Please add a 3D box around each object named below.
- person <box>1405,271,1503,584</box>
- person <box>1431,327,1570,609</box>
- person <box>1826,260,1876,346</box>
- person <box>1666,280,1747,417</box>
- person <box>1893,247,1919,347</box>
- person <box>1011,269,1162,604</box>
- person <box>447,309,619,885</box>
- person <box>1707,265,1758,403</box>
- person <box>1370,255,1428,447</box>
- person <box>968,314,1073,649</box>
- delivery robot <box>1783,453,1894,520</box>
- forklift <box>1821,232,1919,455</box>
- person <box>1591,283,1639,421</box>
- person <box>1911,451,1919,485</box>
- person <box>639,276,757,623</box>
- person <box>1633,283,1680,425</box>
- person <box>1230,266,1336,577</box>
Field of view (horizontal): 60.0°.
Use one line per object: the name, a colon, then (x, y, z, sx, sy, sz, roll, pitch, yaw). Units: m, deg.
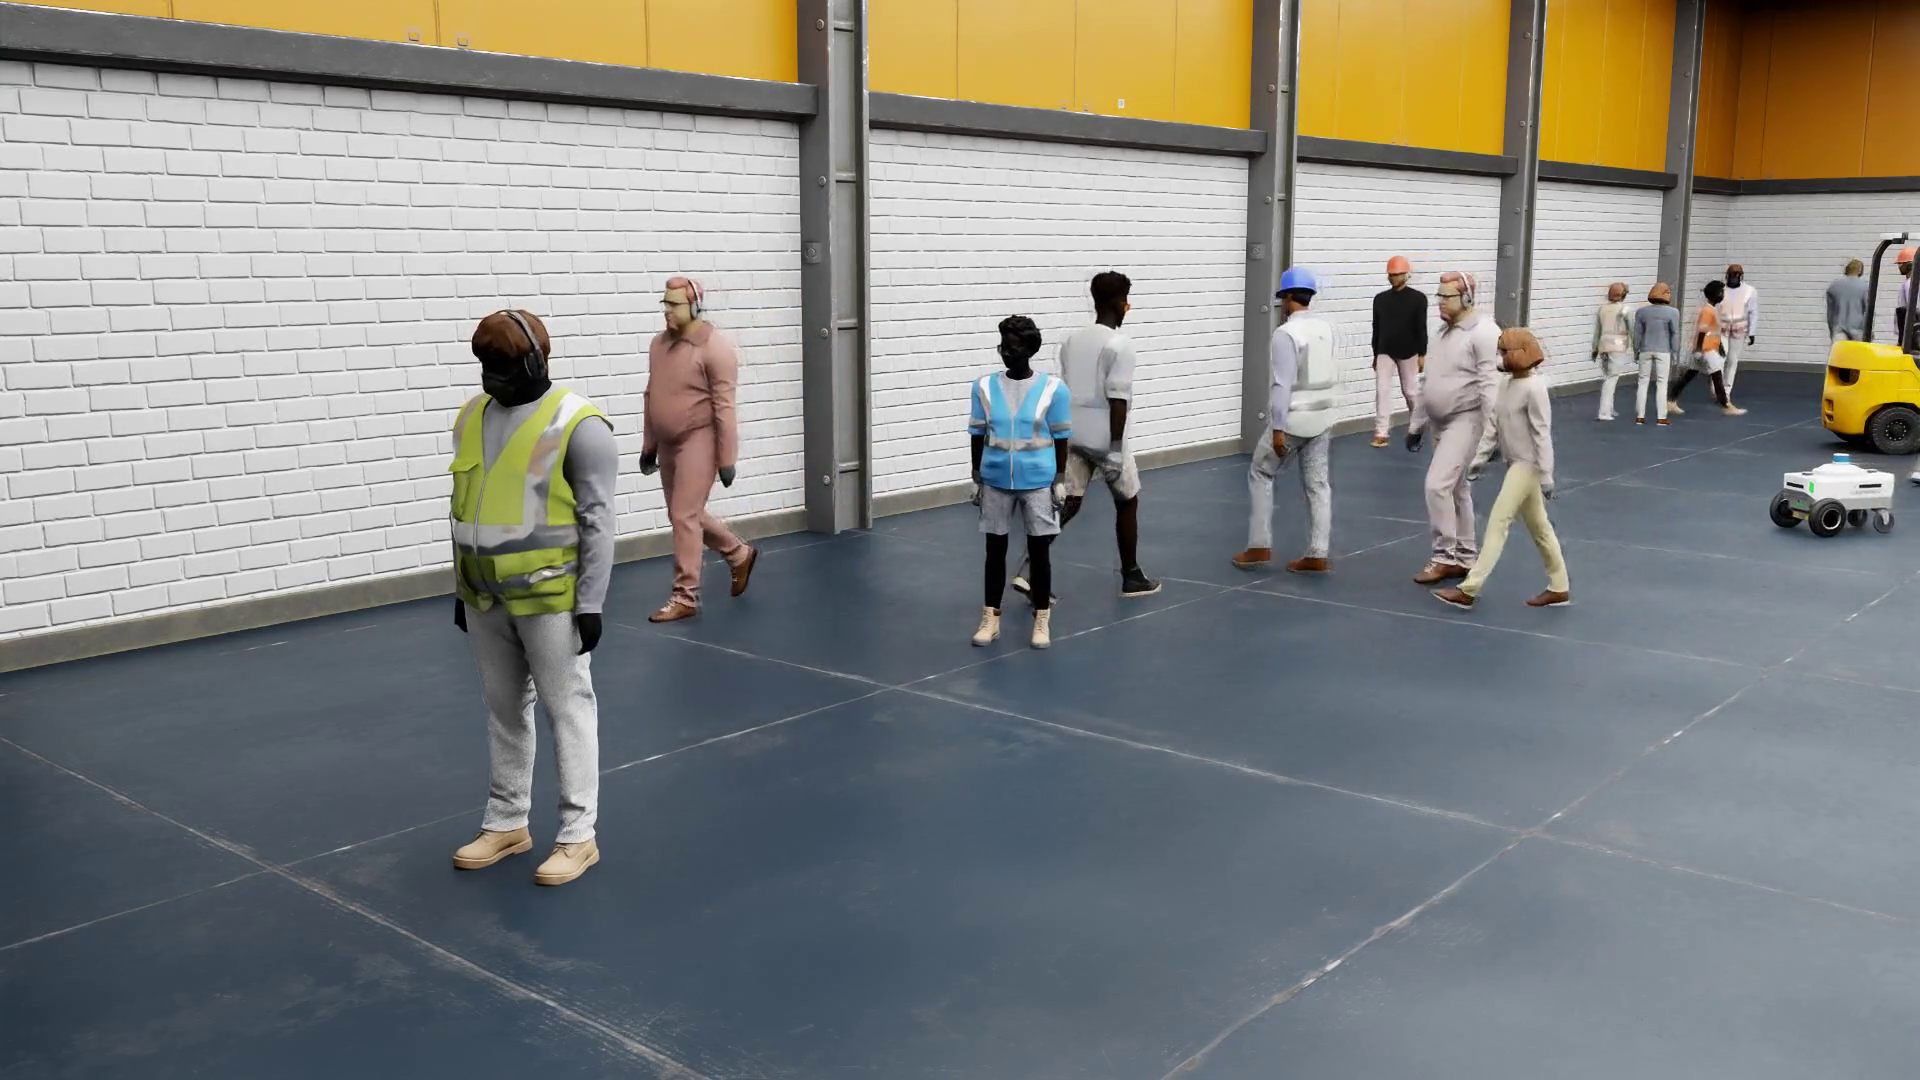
person: (2.918, -0.669, 10.041, 0.644, 1.882, 0.683, -2, 10, -12)
person: (3.089, -0.391, 9.314, 0.833, 1.581, 0.489, 0, 10, 2)
person: (12.106, -2.854, 22.570, 1.052, 1.857, 0.698, -9, 13, -42)
person: (9.011, -2.309, 20.094, 0.938, 1.641, 0.526, 4, 11, 23)
person: (11.383, -2.500, 20.037, 0.393, 2.039, 0.613, 7, 12, 36)
person: (0.715, -0.581, 9.495, 0.991, 1.920, 0.606, -8, 13, -38)
person: (-1.396, 0.184, 5.346, 0.621, 1.838, 0.429, 5, 11, 27)
person: (10.082, -2.684, 21.759, 0.627, 1.798, 0.920, 3, 11, 19)
person: (4.545, -1.953, 17.158, 0.623, 1.963, 0.920, 7, 12, 36)
person: (0.297, -0.291, 8.432, 0.537, 1.698, 0.321, 3, 10, 15)
delivery robot: (6.277, -0.375, 11.879, 0.707, 0.478, 0.477, -1, 10, -11)
forklift: (9.955, -1.972, 16.595, 2.313, 2.155, 1.214, 1, 10, 8)
person: (7.763, -2.211, 19.589, 0.644, 1.616, 0.527, -5, 11, -24)
person: (8.580, -1.373, 14.145, 1.030, 1.878, 0.599, -3, 10, -18)
person: (-1.441, -0.521, 9.239, 0.800, 1.878, 0.649, -9, 14, -43)
person: (7.988, -2.132, 19.104, 0.503, 1.631, 0.282, 8, 13, 39)
person: (2.042, -0.738, 10.381, 0.615, 1.903, 0.768, -9, 14, -42)
